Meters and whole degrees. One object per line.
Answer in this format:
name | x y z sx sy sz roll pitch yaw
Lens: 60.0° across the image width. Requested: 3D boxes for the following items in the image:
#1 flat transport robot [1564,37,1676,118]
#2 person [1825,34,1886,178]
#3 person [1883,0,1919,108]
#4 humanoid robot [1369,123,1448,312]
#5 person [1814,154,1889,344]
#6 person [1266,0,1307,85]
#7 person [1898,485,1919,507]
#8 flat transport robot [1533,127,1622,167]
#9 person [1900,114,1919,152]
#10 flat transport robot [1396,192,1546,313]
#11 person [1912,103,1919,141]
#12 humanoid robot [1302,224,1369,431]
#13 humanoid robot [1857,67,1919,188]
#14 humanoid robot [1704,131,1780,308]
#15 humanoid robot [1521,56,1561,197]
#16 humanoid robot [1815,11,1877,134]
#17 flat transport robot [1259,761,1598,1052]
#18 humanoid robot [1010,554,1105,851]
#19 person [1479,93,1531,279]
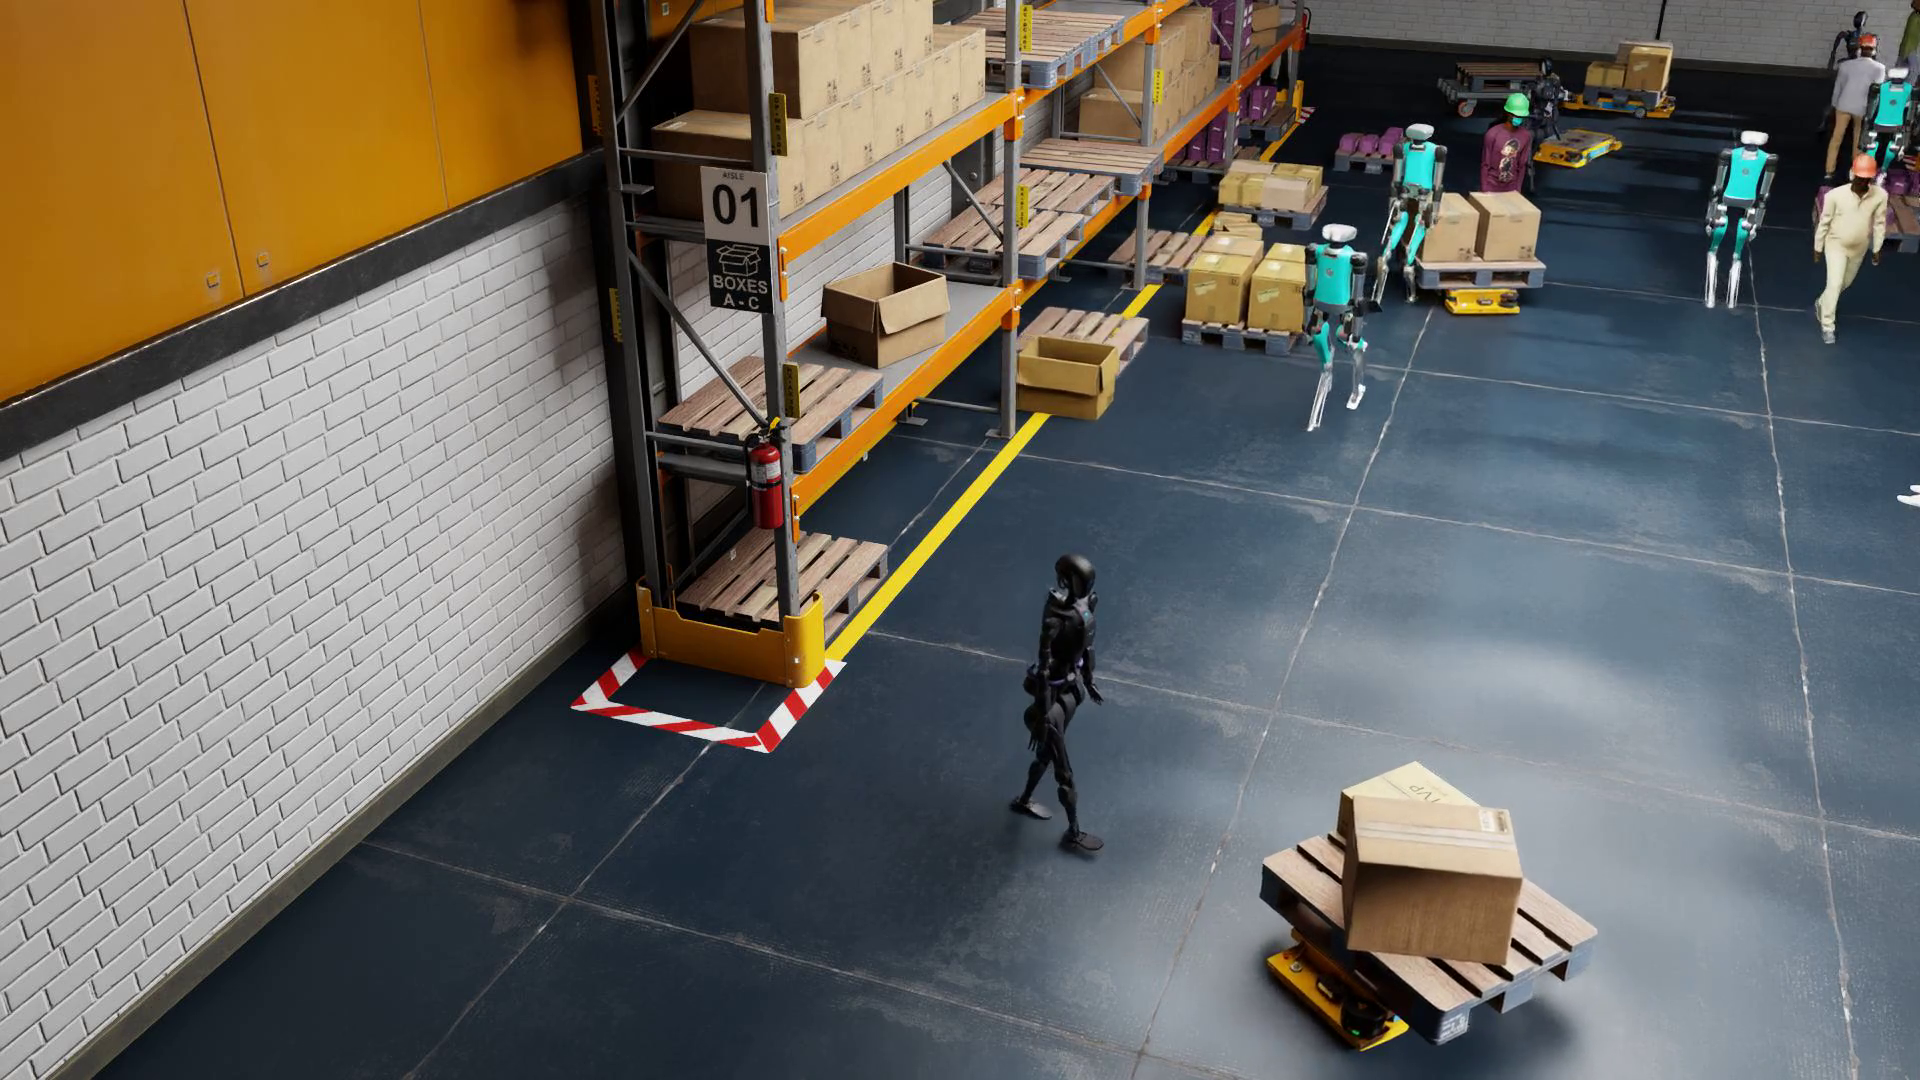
flat transport robot | 9.519 -6.301 23.973 1.431 0.231 0.659 13 30 24
person | 11.130 -5.397 20.638 0.568 1.706 0.866 23 35 37
person | 13.659 -7.081 24.027 0.768 1.599 0.507 10 29 19
humanoid robot | 4.282 -3.061 16.147 0.561 1.808 0.910 17 32 30
person | 8.282 -2.778 15.550 0.558 1.717 0.832 2 27 5
person | 4.950 -7.930 25.314 0.634 1.936 0.351 -4 28 -7
person | 7.312 -1.019 12.244 0.499 1.625 0.284 -22 35 -37
flat transport robot | 8.026 -5.114 21.669 0.659 0.231 1.431 22 35 36
person | 12.680 -5.925 21.543 0.462 1.828 0.514 6 28 12
flat transport robot | 5.102 -2.593 16.780 0.659 0.231 1.431 -1 27 -1
person | 13.127 -6.269 22.195 0.429 1.841 0.632 7 28 13
humanoid robot | 3.180 -1.799 13.702 0.530 1.780 1.017 19 33 33
humanoid robot | 10.470 -4.465 18.932 0.551 1.902 0.758 11 29 21
humanoid robot | 7.556 -3.109 16.230 0.543 1.836 0.646 12 30 23
humanoid robot | 6.902 -4.951 19.874 0.599 1.623 0.801 -10 29 -18
humanoid robot | 12.034 -6.305 22.493 0.600 1.634 0.749 19 33 32
flat transport robot | 2.239 1.940 7.987 1.431 0.231 0.659 -15 31 -27
humanoid robot | 0.561 0.811 8.656 0.653 1.639 0.590 16 31 28
person | 5.481 -3.565 16.857 0.486 1.935 0.450 -3 27 -6
